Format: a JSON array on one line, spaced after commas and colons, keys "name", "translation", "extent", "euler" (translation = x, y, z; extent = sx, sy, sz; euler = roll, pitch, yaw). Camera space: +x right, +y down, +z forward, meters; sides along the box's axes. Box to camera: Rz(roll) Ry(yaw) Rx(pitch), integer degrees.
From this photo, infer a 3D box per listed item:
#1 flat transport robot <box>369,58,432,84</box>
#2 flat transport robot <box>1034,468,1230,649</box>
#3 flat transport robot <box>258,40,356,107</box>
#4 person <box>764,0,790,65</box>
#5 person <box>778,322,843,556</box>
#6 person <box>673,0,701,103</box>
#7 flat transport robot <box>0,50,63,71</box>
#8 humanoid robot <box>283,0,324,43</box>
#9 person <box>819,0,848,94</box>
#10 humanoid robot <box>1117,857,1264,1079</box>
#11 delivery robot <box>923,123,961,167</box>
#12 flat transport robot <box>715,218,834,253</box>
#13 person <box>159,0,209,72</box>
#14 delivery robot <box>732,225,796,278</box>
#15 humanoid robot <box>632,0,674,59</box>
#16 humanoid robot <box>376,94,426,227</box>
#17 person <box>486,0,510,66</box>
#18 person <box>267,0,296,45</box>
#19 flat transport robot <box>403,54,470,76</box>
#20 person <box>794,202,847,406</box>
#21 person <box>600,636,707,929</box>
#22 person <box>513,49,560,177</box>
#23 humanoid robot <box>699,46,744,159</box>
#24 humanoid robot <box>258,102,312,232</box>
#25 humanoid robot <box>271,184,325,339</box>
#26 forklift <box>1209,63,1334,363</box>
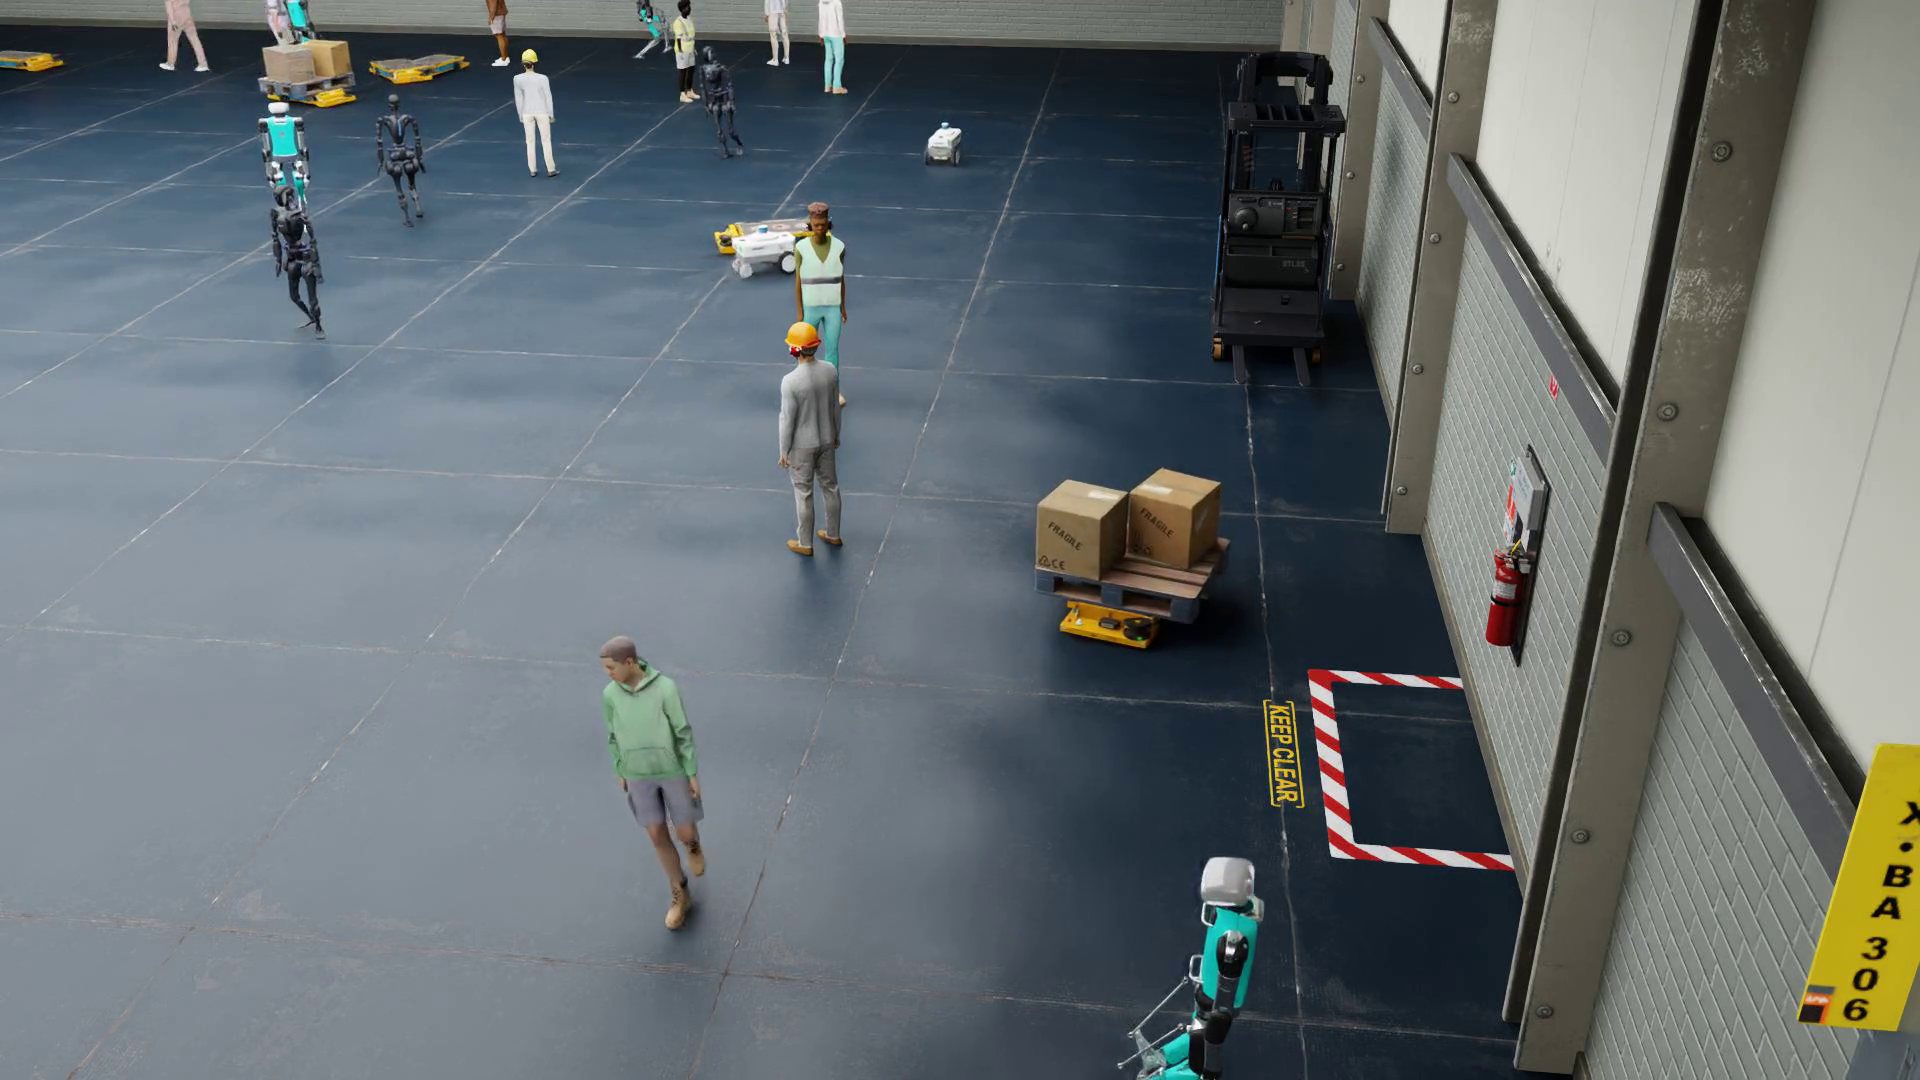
[{"name": "flat transport robot", "translation": [-10.132, -8.484, 30.076], "extent": [0.659, 0.231, 1.431], "euler": [-18, 32, -32]}, {"name": "flat transport robot", "translation": [1.298, 0.360, 12.419], "extent": [0.659, 0.231, 1.431], "euler": [11, 29, 21]}, {"name": "flat transport robot", "translation": [-11.027, -7.582, 28.275], "extent": [1.431, 0.231, 0.659], "euler": [15, 30, 27]}, {"name": "person", "translation": [-3.396, -9.785, 30.881], "extent": [0.496, 1.877, 0.399], "euler": [-16, 31, -30]}, {"name": "person", "translation": [-1.162, -0.781, 12.898], "extent": [0.570, 1.890, 0.377], "euler": [-20, 33, -35]}, {"name": "person", "translation": [-4.621, -8.237, 27.991], "extent": [0.320, 1.693, 0.533], "euler": [10, 28, 19]}, {"name": "flat transport robot", "translation": [-17.505, -8.902, 30.910], "extent": [1.431, 0.231, 0.659], "euler": [8, 28, 16]}, {"name": "humanoid robot", "translation": [-11.176, -8.635, 28.793], "extent": [0.554, 1.819, 0.765], "euler": [16, 31, 28]}, {"name": "person", "translation": [-2.190, -8.627, 28.541], "extent": [0.667, 1.898, 0.507], "euler": [19, 32, 33]}, {"name": "humanoid robot", "translation": [0.843, 2.138, 7.295], "extent": [0.853, 1.842, 0.545], "euler": [5, 27, 10]}, {"name": "delivery robot", "translation": [-0.222, -5.812, 24.401], "extent": [0.499, 0.575, 0.754], "euler": [6, 27, 12]}, {"name": "flat transport robot", "translation": [-2.305, -3.790, 20.704], "extent": [1.431, 0.231, 0.659], "euler": [-6, 27, -12]}, {"name": "person", "translation": [-14.278, -9.479, 30.280], "extent": [0.954, 1.867, 0.658], "euler": [9, 28, 17]}, {"name": "delivery robot", "translation": [-2.291, -3.411, 19.650], "extent": [0.818, 0.614, 0.499], "euler": [-11, 29, -21]}, {"name": "humanoid robot", "translation": [-5.788, -9.993, 31.519], "extent": [1.069, 1.767, 0.548], "euler": [-16, 31, -29]}, {"name": "humanoid robot", "translation": [-7.163, -4.857, 21.273], "extent": [0.616, 1.644, 0.415], "euler": [-17, 31, -30]}, {"name": "person", "translation": [-8.589, -9.759, 30.854], "extent": [0.408, 1.852, 0.791], "euler": [-1, 27, -1]}, {"name": "person", "translation": [-11.919, -9.060, 29.313], "extent": [0.497, 2.016, 0.624], "euler": [0, 27, 0]}, {"name": "flat transport robot", "translation": [-9.664, -8.653, 30.412], "extent": [0.659, 0.231, 1.431], "euler": [9, 28, 17]}, {"name": "person", "translation": [-1.304, -2.211, 15.649], "extent": [0.486, 1.977, 0.406], "euler": [-8, 28, -15]}, {"name": "person", "translation": [-1.638, 1.273, 8.998], "extent": [0.516, 1.693, 0.498], "euler": [0, 27, 0]}, {"name": "person", "translation": [-5.984, -6.008, 23.461], "extent": [0.523, 1.769, 0.312], "euler": [1, 27, 2]}, {"name": "humanoid robot", "translation": [-3.480, -6.461, 24.483], "extent": [0.629, 1.622, 0.542], "euler": [13, 30, 25]}, {"name": "humanoid robot", "translation": [-8.336, -4.562, 20.699], "extent": [0.553, 1.858, 0.813], "euler": [-9, 28, -17]}, {"name": "humanoid robot", "translation": [-6.893, -2.946, 17.454], "extent": [0.621, 1.648, 0.452], "euler": [11, 29, 22]}, {"name": "forklift", "translation": [3.241, -3.477, 17.183], "extent": [1.129, 2.768, 1.873], "euler": [3, 27, 6]}]
